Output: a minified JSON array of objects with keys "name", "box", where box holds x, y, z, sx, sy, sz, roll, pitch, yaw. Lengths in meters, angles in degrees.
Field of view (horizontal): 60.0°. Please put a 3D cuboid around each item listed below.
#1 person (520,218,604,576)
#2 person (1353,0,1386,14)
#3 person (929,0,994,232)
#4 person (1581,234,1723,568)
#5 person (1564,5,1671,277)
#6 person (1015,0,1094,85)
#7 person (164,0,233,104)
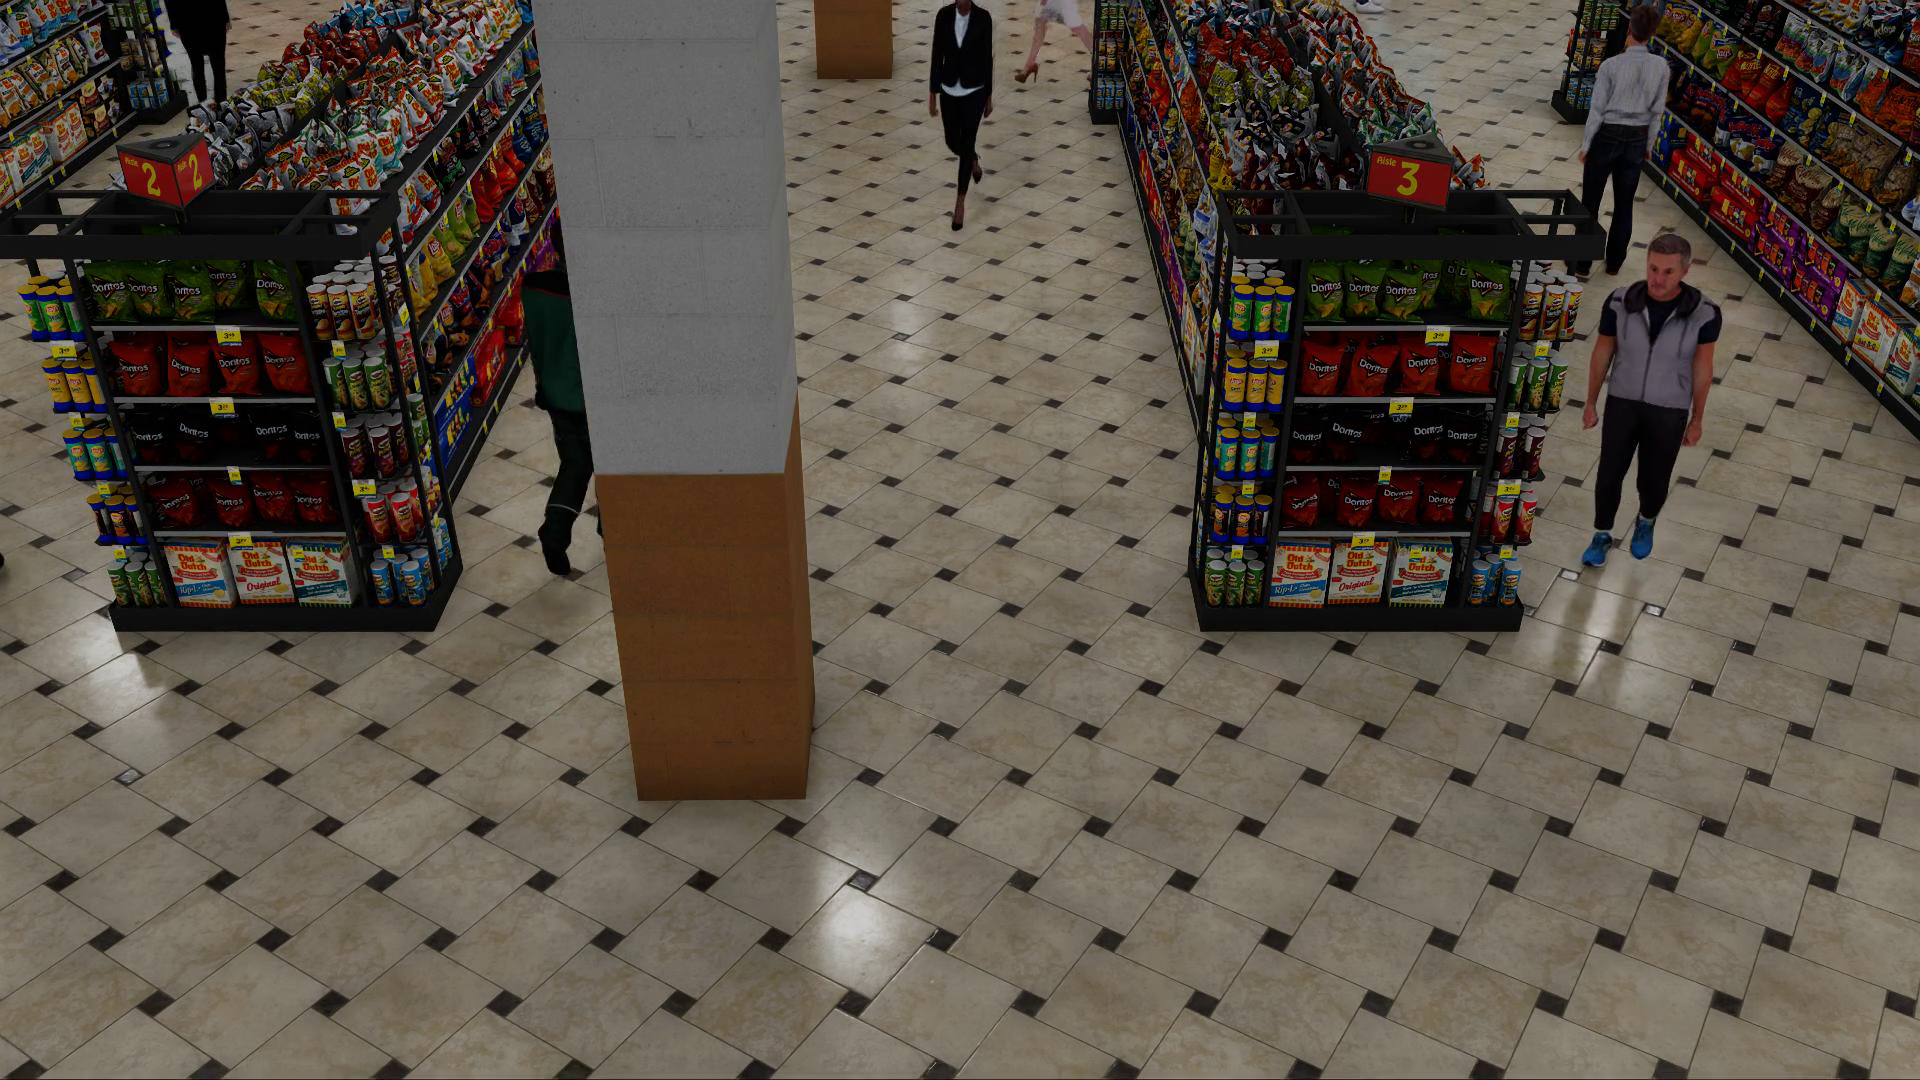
[{"name":"person","box":[-1.837,-0.638,7.921,0.884,1.826,1.084,11,33,17]},{"name":"person","box":[4.286,-6.440,17.214,0.763,1.860,0.527,2,32,3]},{"name":"person","box":[0.040,-3.215,12.082,0.804,1.806,1.152,8,33,13]},{"name":"person","box":[3.299,-0.653,7.980,0.880,1.788,0.930,18,36,27]},{"name":"person","box":[4.434,-2.681,11.211,0.655,1.818,0.548,1,32,2]},{"name":"person","box":[0.999,-4.883,14.815,0.641,1.750,1.002,0,32,-1]},{"name":"person","box":[-6.248,-4.181,13.648,0.663,1.791,0.715,-5,32,-8]}]
